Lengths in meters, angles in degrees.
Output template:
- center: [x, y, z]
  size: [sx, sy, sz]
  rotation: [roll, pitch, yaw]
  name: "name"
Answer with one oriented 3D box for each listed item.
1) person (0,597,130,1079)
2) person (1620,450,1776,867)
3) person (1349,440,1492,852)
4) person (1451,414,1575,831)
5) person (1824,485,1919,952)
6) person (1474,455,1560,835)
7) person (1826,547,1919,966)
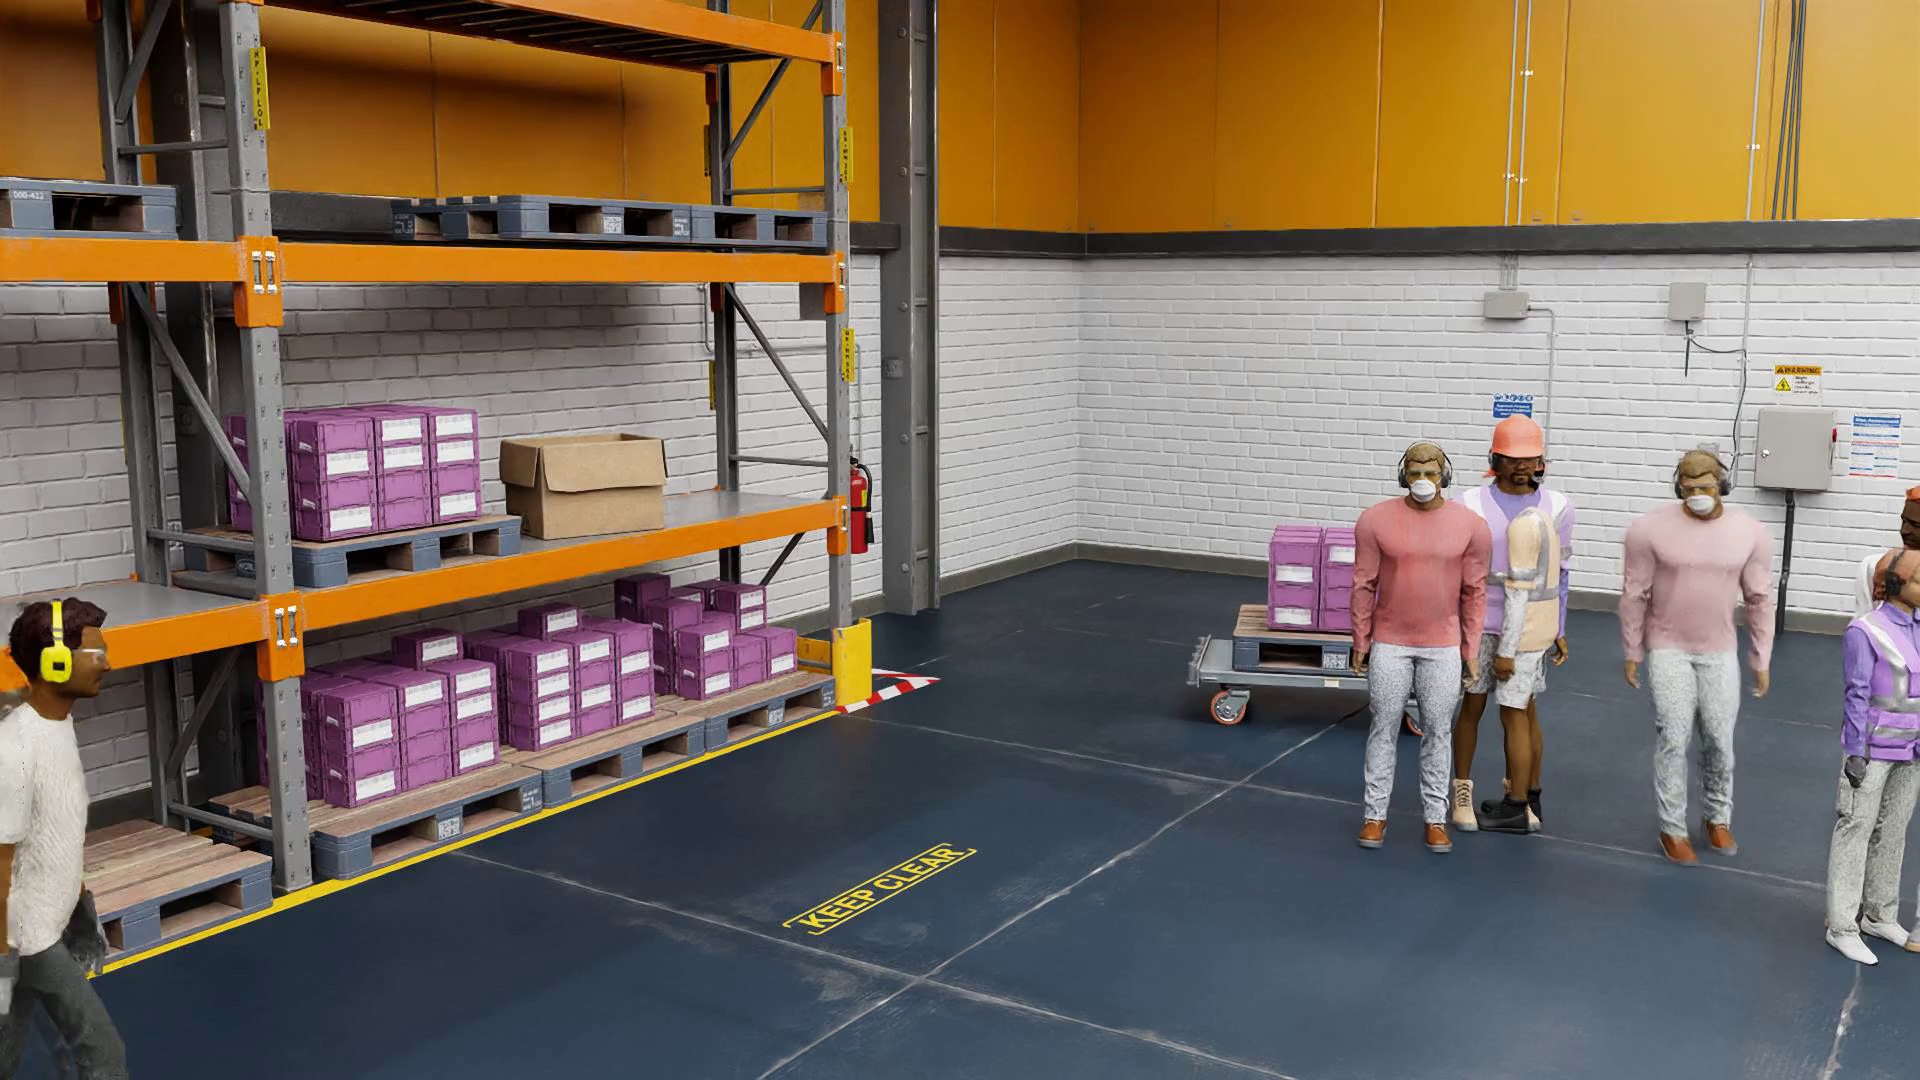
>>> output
- center: [-2.537, 1.071, 4.514]
  size: [0.916, 1.820, 0.511]
  rotation: [-4, 10, -26]
  name: "person"
- center: [3.386, 0.532, 7.673]
  size: [0.662, 1.910, 0.426]
  rotation: [2, 9, 11]
  name: "person"
- center: [2.145, 0.498, 7.812]
  size: [0.631, 1.940, 0.372]
  rotation: [2, 9, 13]
  name: "person"
- center: [2.659, 0.408, 8.056]
  size: [0.609, 2.043, 0.397]
  rotation: [0, 9, 0]
  name: "person"
- center: [3.834, 0.703, 6.662]
  size: [0.359, 1.882, 0.575]
  rotation: [-7, 11, -38]
  name: "person"
- center: [2.700, 0.462, 8.096]
  size: [0.393, 1.927, 0.549]
  rotation: [5, 10, 29]
  name: "person"
- center: [3.664, 0.837, 6.574]
  size: [0.510, 1.642, 0.308]
  rotation: [-4, 10, -27]
  name: "person"
